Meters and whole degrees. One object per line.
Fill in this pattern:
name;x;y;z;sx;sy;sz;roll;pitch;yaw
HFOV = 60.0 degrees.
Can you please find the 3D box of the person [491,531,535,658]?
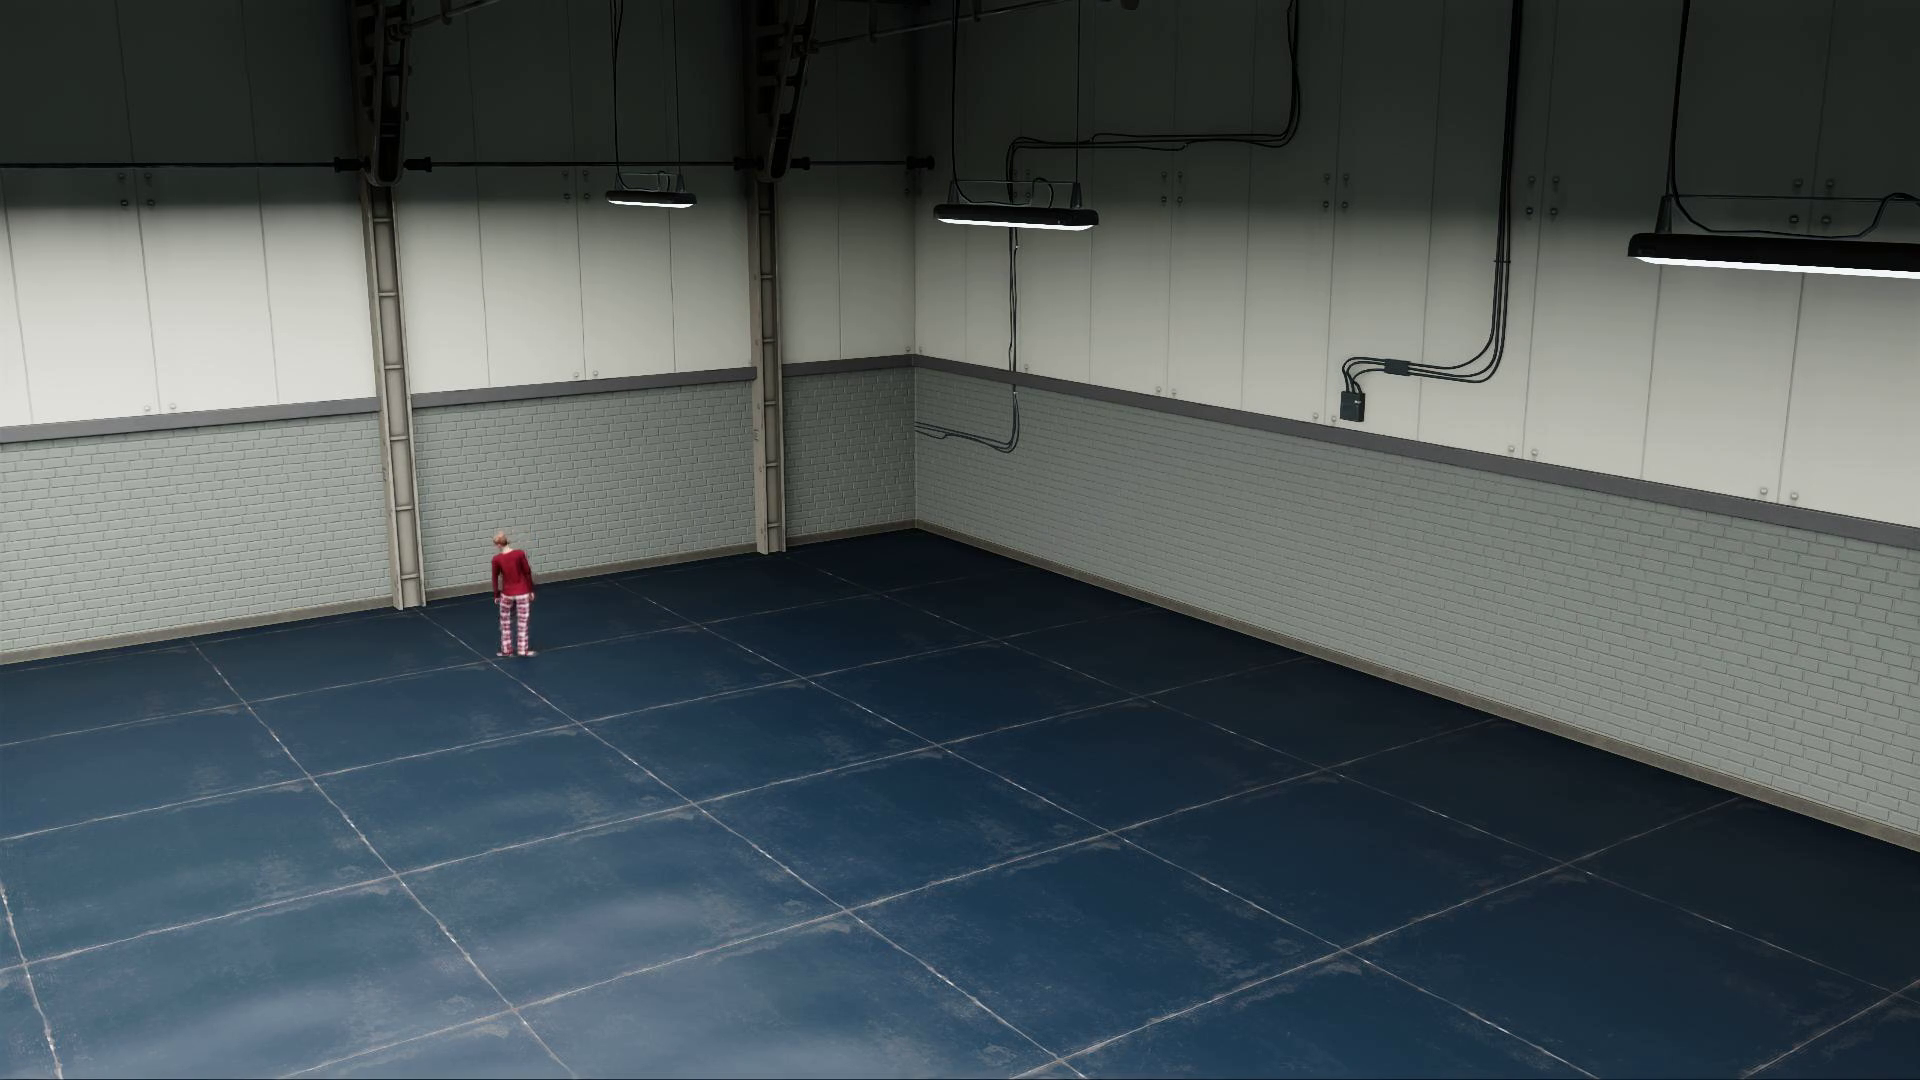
person;-5.779;0.704;21.711;0.658;1.681;0.814;1;13;4
